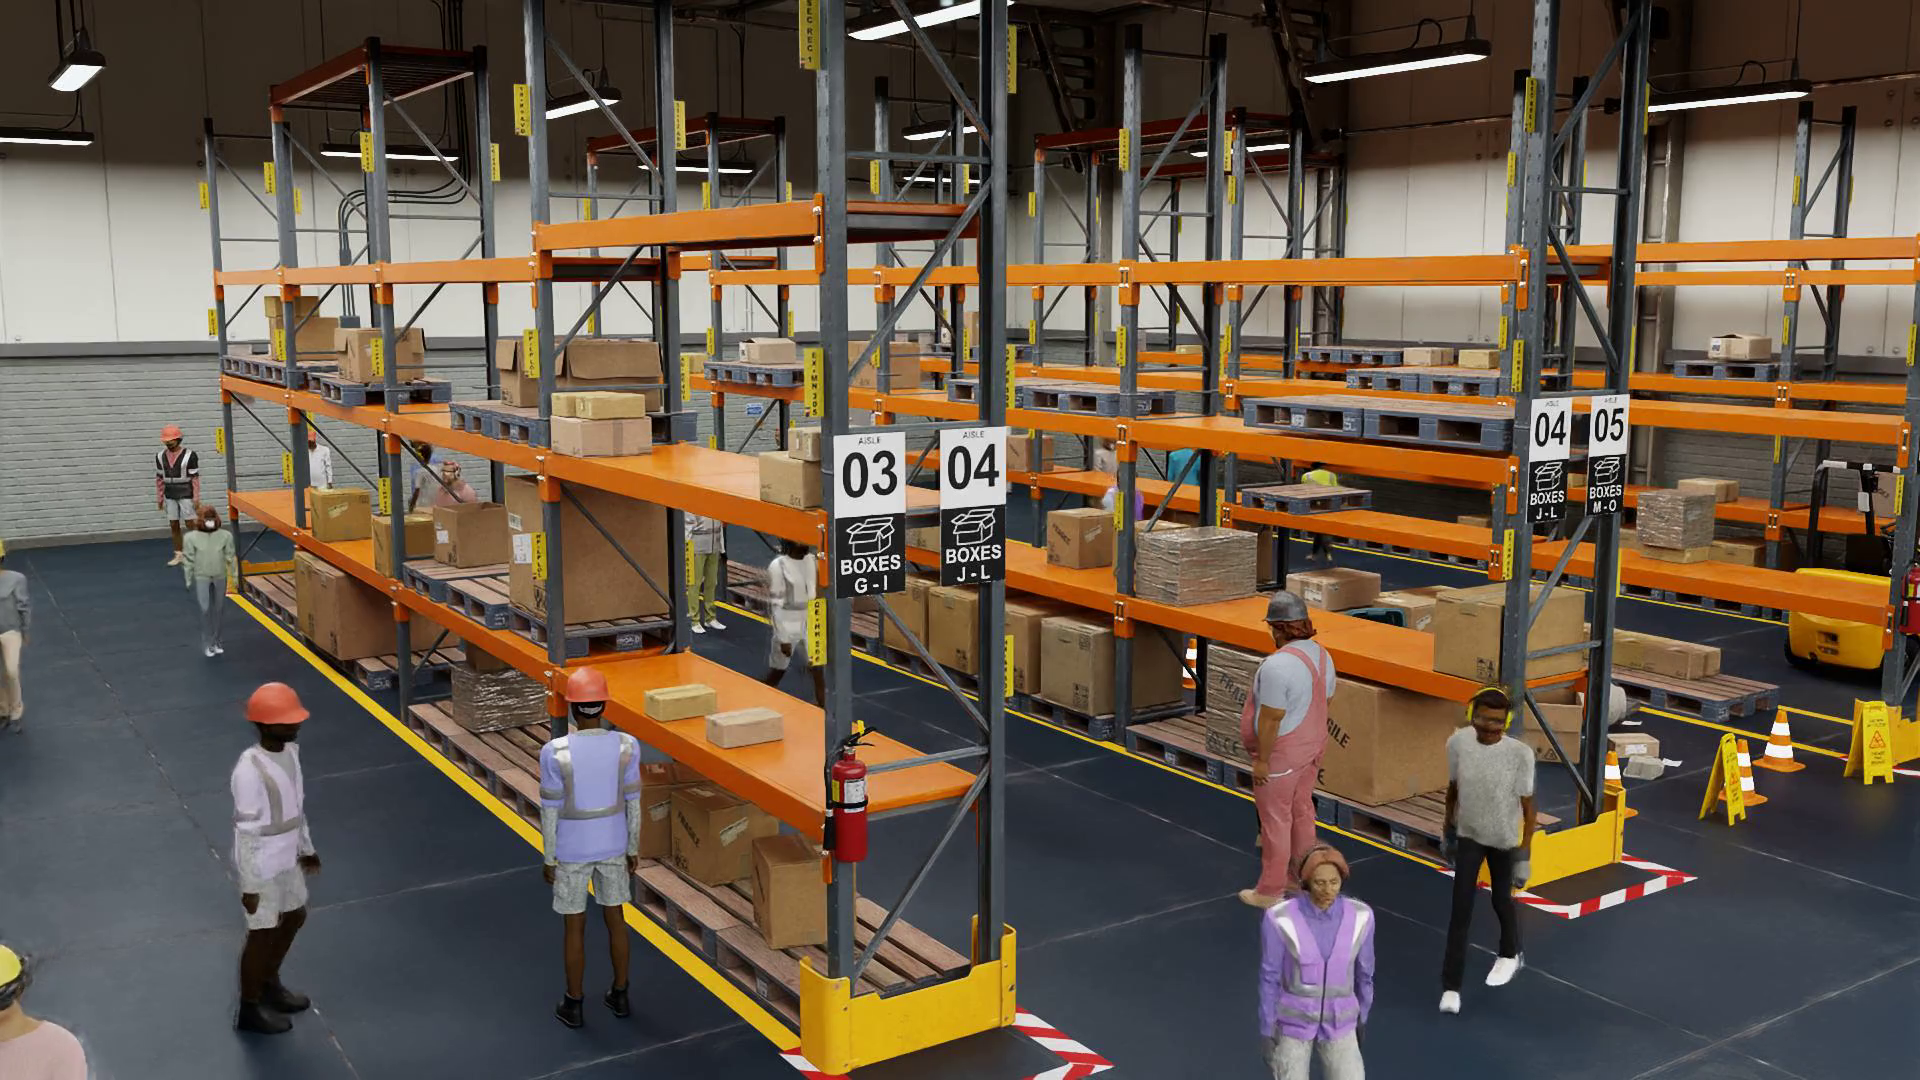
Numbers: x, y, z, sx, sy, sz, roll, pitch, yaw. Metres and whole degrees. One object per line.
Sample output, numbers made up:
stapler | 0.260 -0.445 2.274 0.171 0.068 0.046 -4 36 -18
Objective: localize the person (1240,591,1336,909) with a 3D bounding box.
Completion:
person | 2.059 1.314 10.616 0.535 2.000 0.685 8 11 42

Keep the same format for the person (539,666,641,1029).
person | -1.975 1.632 8.889 0.538 1.930 0.378 -5 10 -29

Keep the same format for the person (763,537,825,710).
person | -1.426 0.770 14.444 1.032 1.987 0.610 7 11 41

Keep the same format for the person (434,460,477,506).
person | -6.040 -0.002 19.804 0.641 1.913 0.408 5 10 29

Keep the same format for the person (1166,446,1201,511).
person | 3.490 -0.825 25.972 0.575 1.693 0.806 0 9 1

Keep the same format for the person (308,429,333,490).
person | -10.337 -0.937 26.605 0.573 1.739 0.349 -4 9 -22

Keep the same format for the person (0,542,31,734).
person | -8.514 0.850 14.675 0.532 1.748 0.625 -2 9 -14

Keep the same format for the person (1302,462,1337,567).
person | 5.144 -0.435 23.624 0.536 1.642 0.881 -2 9 -15

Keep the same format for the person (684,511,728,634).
person | -2.912 0.100 19.070 0.372 1.928 0.584 7 11 40

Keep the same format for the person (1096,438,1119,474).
person | 2.478 -0.945 27.141 0.512 1.579 0.842 0 9 -1

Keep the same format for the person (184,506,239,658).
person | -7.963 0.450 17.755 0.524 1.608 0.669 -6 11 -36

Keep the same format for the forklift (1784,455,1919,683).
forklift | 9.643 0.253 17.172 2.313 2.155 1.214 -6 10 -33

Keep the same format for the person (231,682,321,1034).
person | -3.595 1.665 8.683 0.536 1.911 0.591 0 9 0

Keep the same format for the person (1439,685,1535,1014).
person | 2.868 1.659 9.105 0.567 1.816 1.004 6 10 33

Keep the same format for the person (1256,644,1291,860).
person | 2.222 1.367 11.443 0.320 1.686 0.539 -3 9 -19

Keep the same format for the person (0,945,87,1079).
person | -3.160 2.217 5.622 0.611 1.721 0.836 1 9 6

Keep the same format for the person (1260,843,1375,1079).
person | 1.497 2.068 6.976 0.519 1.622 0.436 0 9 -2

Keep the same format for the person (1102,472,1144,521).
person | 2.040 0.031 19.916 0.629 1.806 0.873 -5 10 -31

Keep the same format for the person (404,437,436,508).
person | -7.671 -0.646 23.712 0.454 2.030 0.640 -6 11 -37

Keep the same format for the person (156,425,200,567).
person | -11.057 -0.617 23.509 0.613 2.033 0.412 1 9 5
